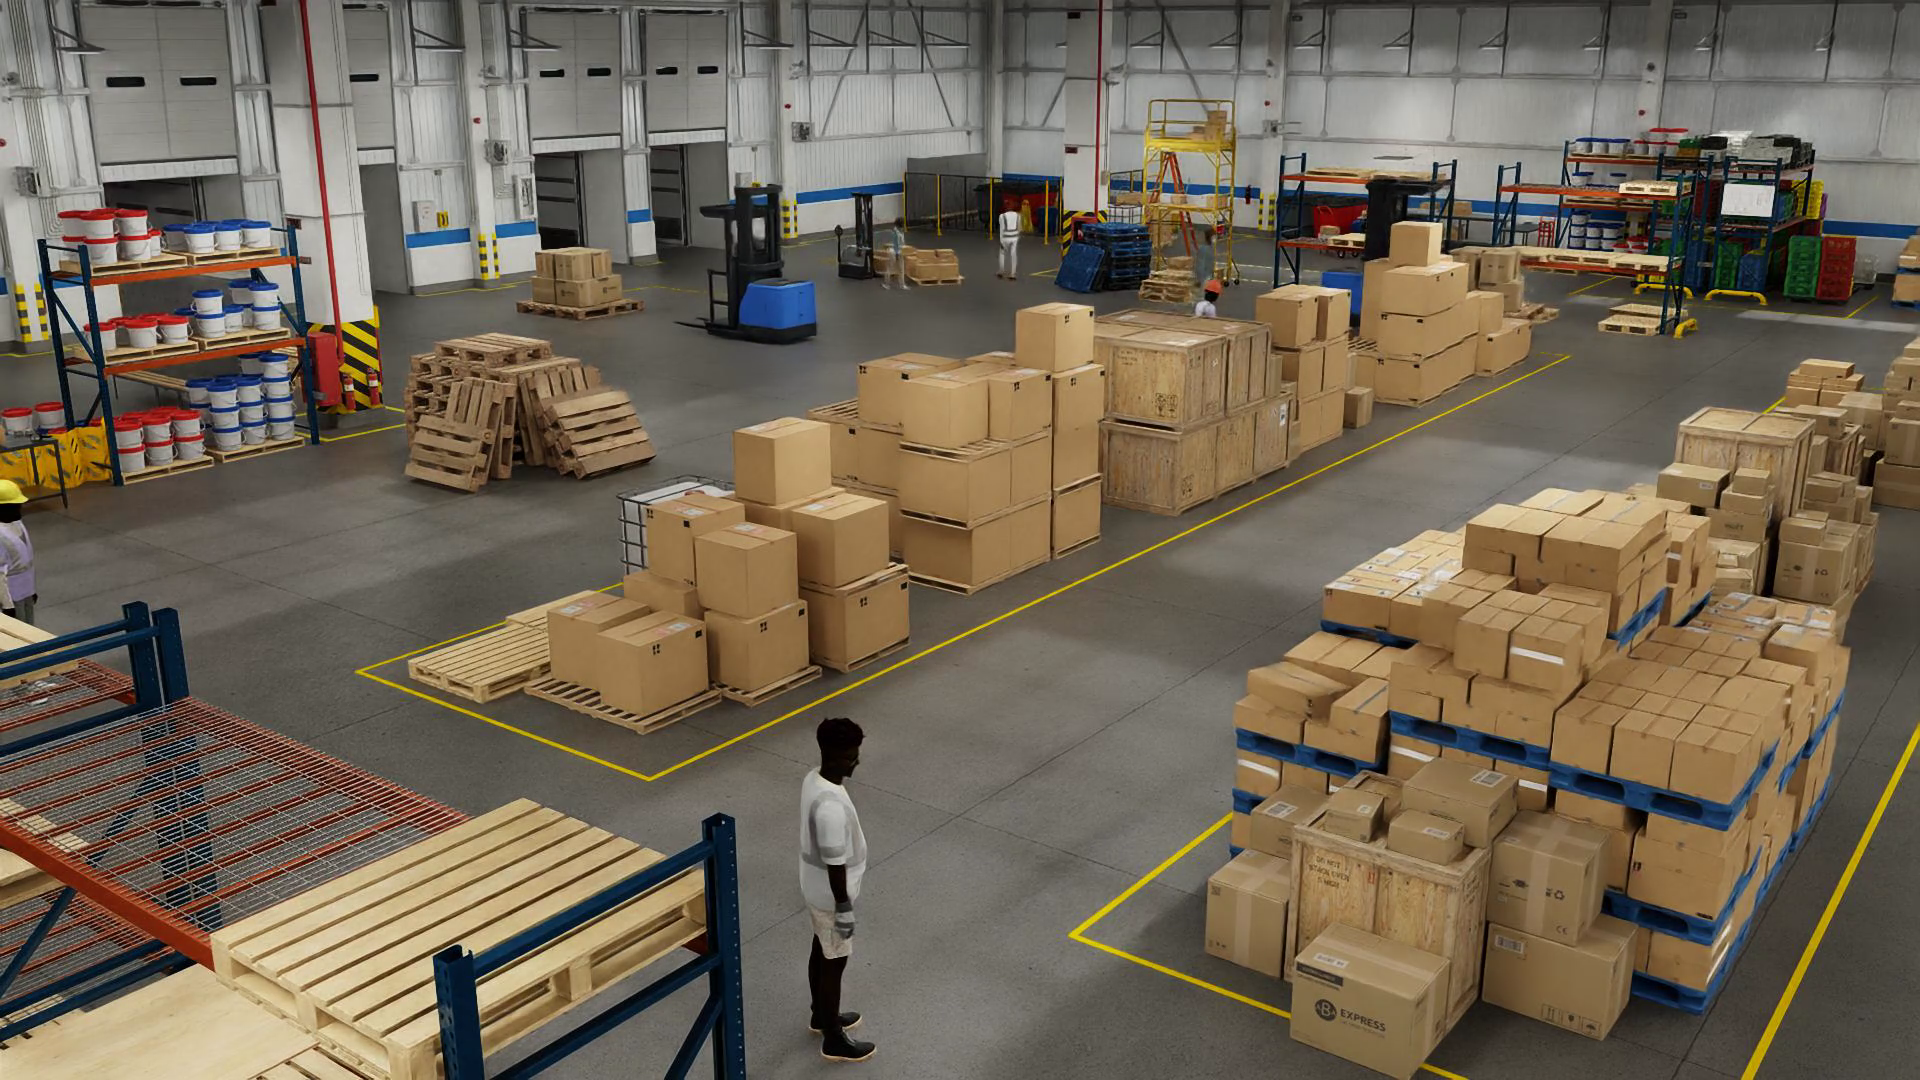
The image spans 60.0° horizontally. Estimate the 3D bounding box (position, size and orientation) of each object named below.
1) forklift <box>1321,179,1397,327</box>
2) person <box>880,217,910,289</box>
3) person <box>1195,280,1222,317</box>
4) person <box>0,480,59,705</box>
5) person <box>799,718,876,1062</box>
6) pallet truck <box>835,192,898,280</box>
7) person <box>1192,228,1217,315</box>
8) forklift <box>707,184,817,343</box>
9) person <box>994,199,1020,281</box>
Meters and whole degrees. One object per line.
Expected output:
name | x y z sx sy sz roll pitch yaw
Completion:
forklift | 8.022 -5.512 32.025 1.873 2.768 1.129 10 19 29
person | -1.485 -6.398 37.145 0.694 1.597 0.616 4 17 14
person | 3.703 -2.971 25.277 0.587 1.907 0.778 -3 17 -11
person | -7.912 0.427 13.984 0.381 1.924 0.594 -3 17 -11
person | -0.684 1.891 9.083 0.378 1.958 0.600 -4 17 -15
pallet truck | -1.936 -7.159 38.982 1.885 1.965 0.823 -12 21 -34
person | 4.772 -5.070 32.198 0.424 1.926 0.643 6 18 19
forklift | -3.698 -5.178 30.919 1.873 2.768 1.129 12 21 35
person | 1.100 -6.962 38.566 0.587 1.849 0.860 -7 18 -21
